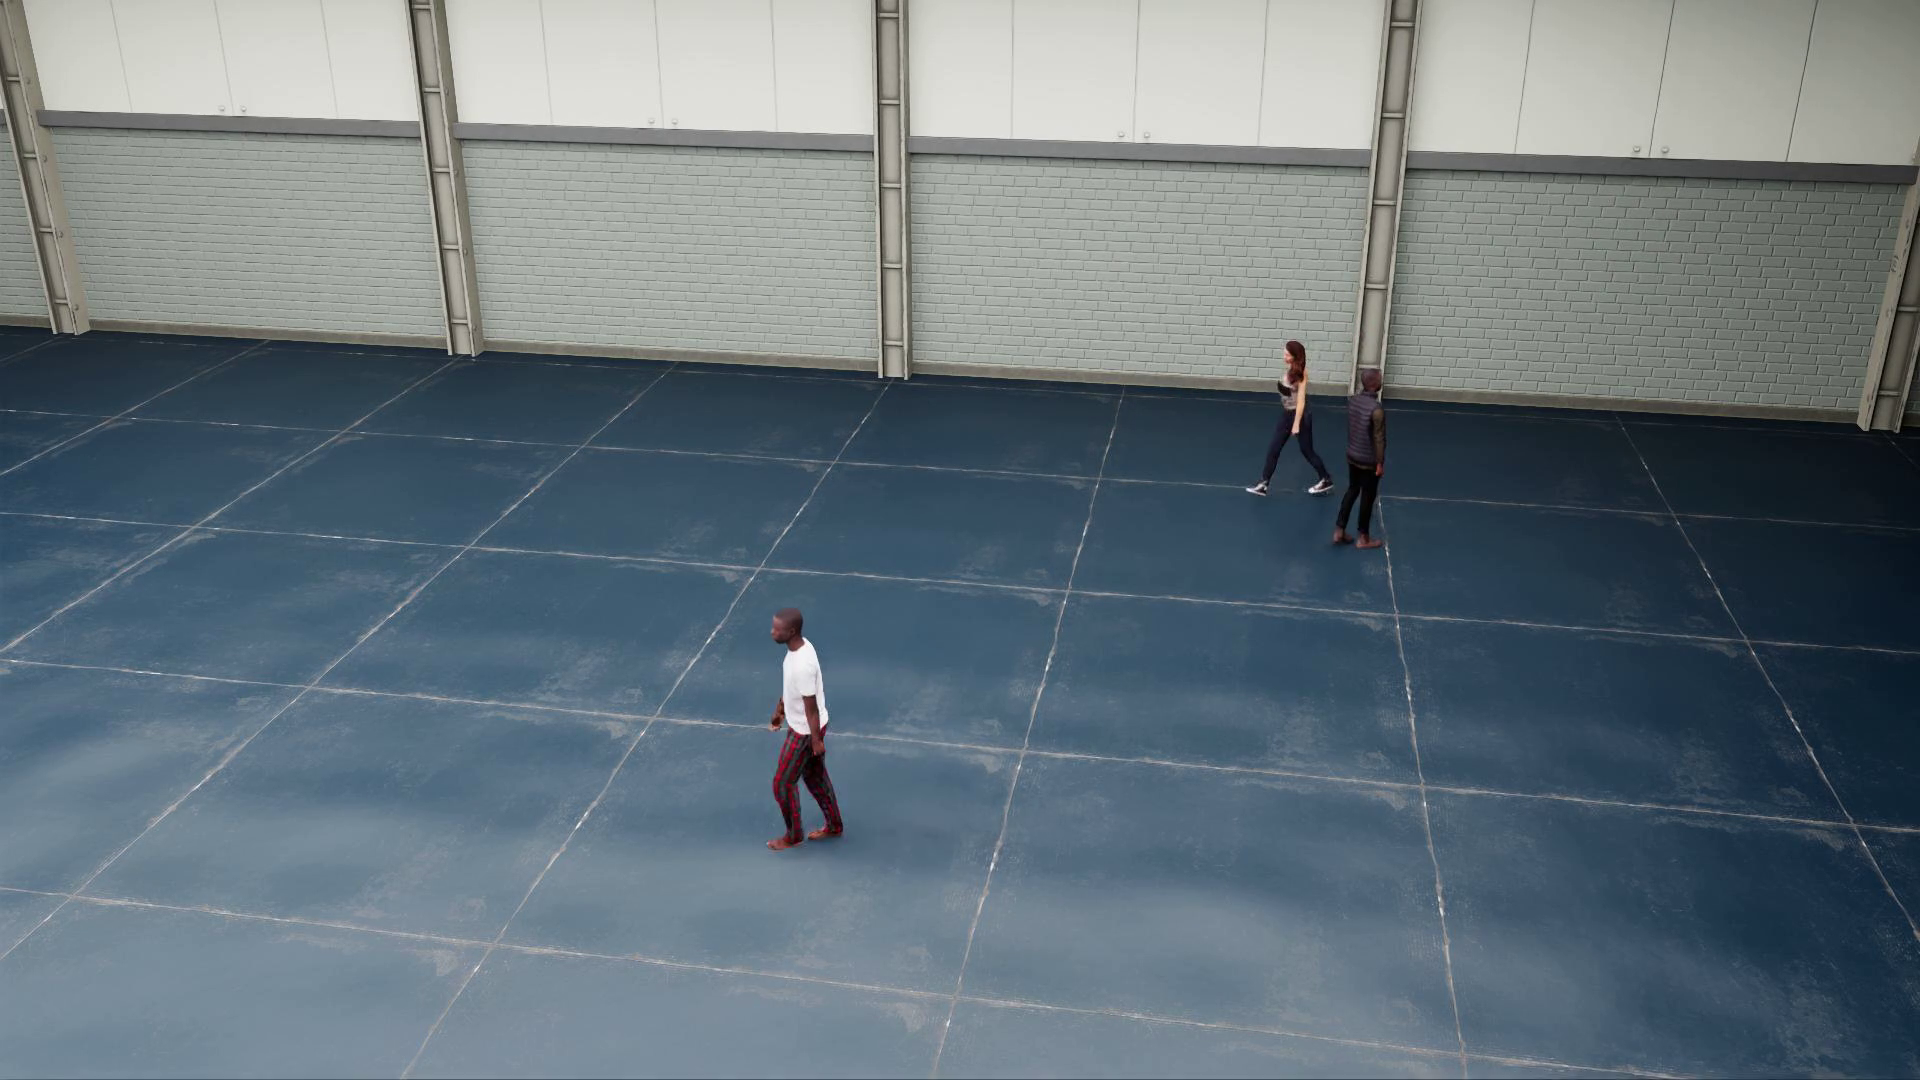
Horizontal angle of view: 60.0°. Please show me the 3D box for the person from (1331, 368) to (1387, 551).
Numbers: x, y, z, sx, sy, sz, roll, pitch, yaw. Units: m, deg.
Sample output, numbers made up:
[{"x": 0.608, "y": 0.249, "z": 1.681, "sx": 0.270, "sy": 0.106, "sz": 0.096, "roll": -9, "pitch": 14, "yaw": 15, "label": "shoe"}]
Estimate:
[{"x": 3.920, "y": -0.803, "z": 16.236, "sx": 0.876, "sy": 1.847, "sz": 0.843, "roll": -9, "pitch": 25, "yaw": -20, "label": "person"}]

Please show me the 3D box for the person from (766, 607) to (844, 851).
[{"x": -0.963, "y": 1.279, "z": 11.393, "sx": 0.867, "sy": 1.806, "sz": 0.780, "roll": -2, "pitch": 23, "yaw": -5, "label": "person"}]

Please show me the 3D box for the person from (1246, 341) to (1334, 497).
[{"x": 3.609, "y": -1.242, "z": 17.442, "sx": 1.298, "sy": 1.711, "sz": 1.017, "roll": -5, "pitch": 24, "yaw": -11, "label": "person"}]
